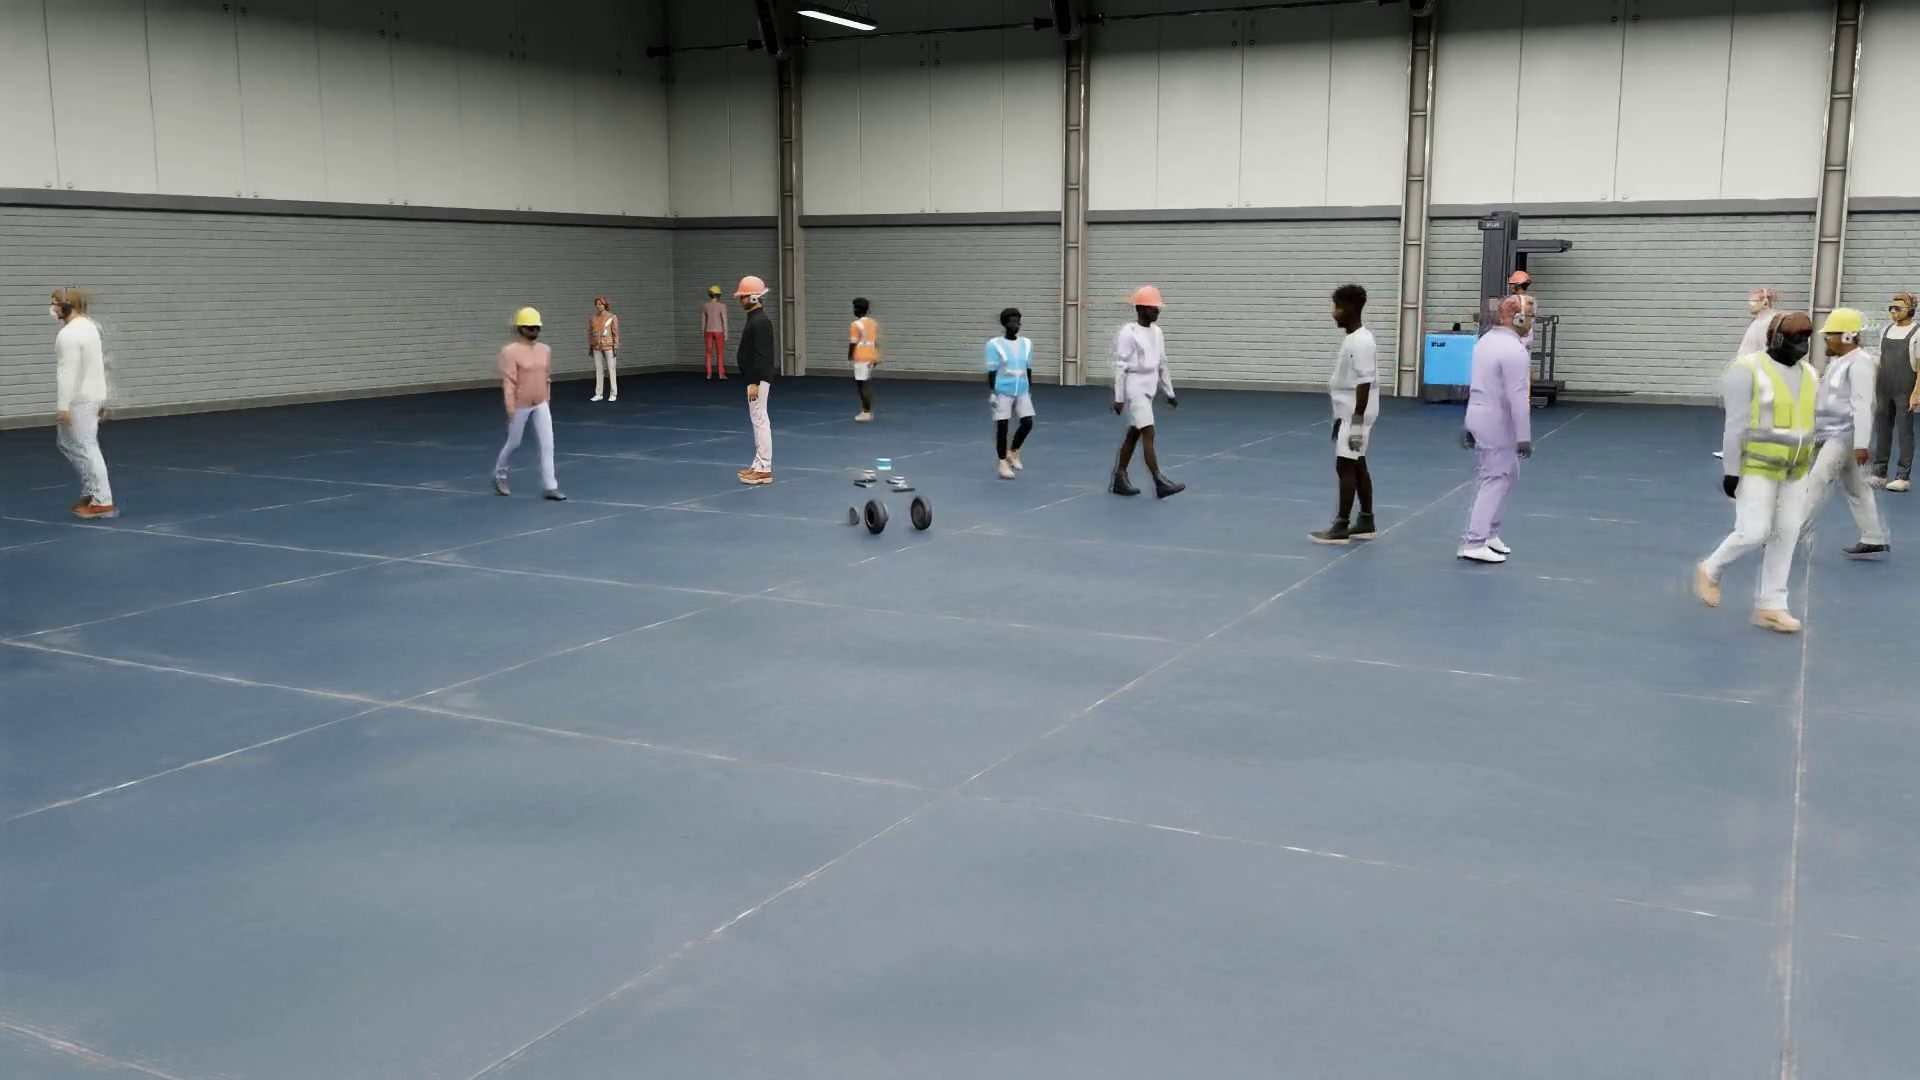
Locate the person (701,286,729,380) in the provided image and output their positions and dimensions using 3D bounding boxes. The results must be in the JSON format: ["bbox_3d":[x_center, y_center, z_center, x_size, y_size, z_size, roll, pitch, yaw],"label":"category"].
[{"bbox_3d":[-4.594,-3.878,31.184,0.527,1.765,0.328,3,10,17],"label":"person"}]

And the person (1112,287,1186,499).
[{"bbox_3d":[1.740,-1.329,15.061,0.937,1.893,0.561,7,12,37],"label":"person"}]

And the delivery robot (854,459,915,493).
[{"bbox_3d":[-0.603,-0.535,13.328,0.335,0.223,0.698,-5,11,-30],"label":"delivery robot"}]

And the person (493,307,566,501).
[{"bbox_3d":[-3.954,-1.241,15.048,0.865,1.733,0.534,8,12,40],"label":"person"}]

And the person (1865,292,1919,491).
[{"bbox_3d":[8.795,-1.395,15.622,0.345,1.846,0.508,-4,10,-23],"label":"person"}]

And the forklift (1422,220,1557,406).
[{"bbox_3d":[8.245,-3.527,25.720,1.873,2.768,1.129,5,10,27],"label":"forklift"}]

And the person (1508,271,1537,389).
[{"bbox_3d":[8.036,-2.846,23.964,0.609,2.043,0.397,-8,12,-41],"label":"person"}]

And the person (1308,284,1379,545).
[{"bbox_3d":[2.932,-0.952,12.603,0.543,1.947,0.625,2,9,9],"label":"person"}]

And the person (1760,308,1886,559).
[{"bbox_3d":[6.196,-0.749,11.843,0.933,1.779,0.619,3,10,17],"label":"person"}]

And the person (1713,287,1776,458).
[{"bbox_3d":[8.765,-1.803,18.073,0.859,1.876,0.643,3,10,17],"label":"person"}]

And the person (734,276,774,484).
[{"bbox_3d":[-1.989,-1.559,16.170,0.376,1.995,0.611,-1,9,-9],"label":"person"}]

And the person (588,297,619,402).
[{"bbox_3d":[-5.597,-2.995,26.124,0.522,1.639,0.306,3,10,18],"label":"person"}]

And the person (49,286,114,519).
[{"bbox_3d":[-7.337,-1.139,13.809,0.539,1.918,0.665,-2,9,-13],"label":"person"}]

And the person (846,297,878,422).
[{"bbox_3d":[-1.365,-2.450,22.600,0.457,1.679,0.557,5,11,29],"label":"person"}]

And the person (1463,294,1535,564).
[{"bbox_3d":[3.812,-0.780,11.724,0.577,1.882,0.670,-1,9,-4],"label":"person"}]

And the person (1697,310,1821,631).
[{"bbox_3d":[4.630,-0.409,9.582,0.628,1.827,0.572,-3,10,-16],"label":"person"}]

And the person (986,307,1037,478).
[{"bbox_3d":[0.502,-1.455,16.485,0.535,1.688,0.356,-4,10,-25],"label":"person"}]
